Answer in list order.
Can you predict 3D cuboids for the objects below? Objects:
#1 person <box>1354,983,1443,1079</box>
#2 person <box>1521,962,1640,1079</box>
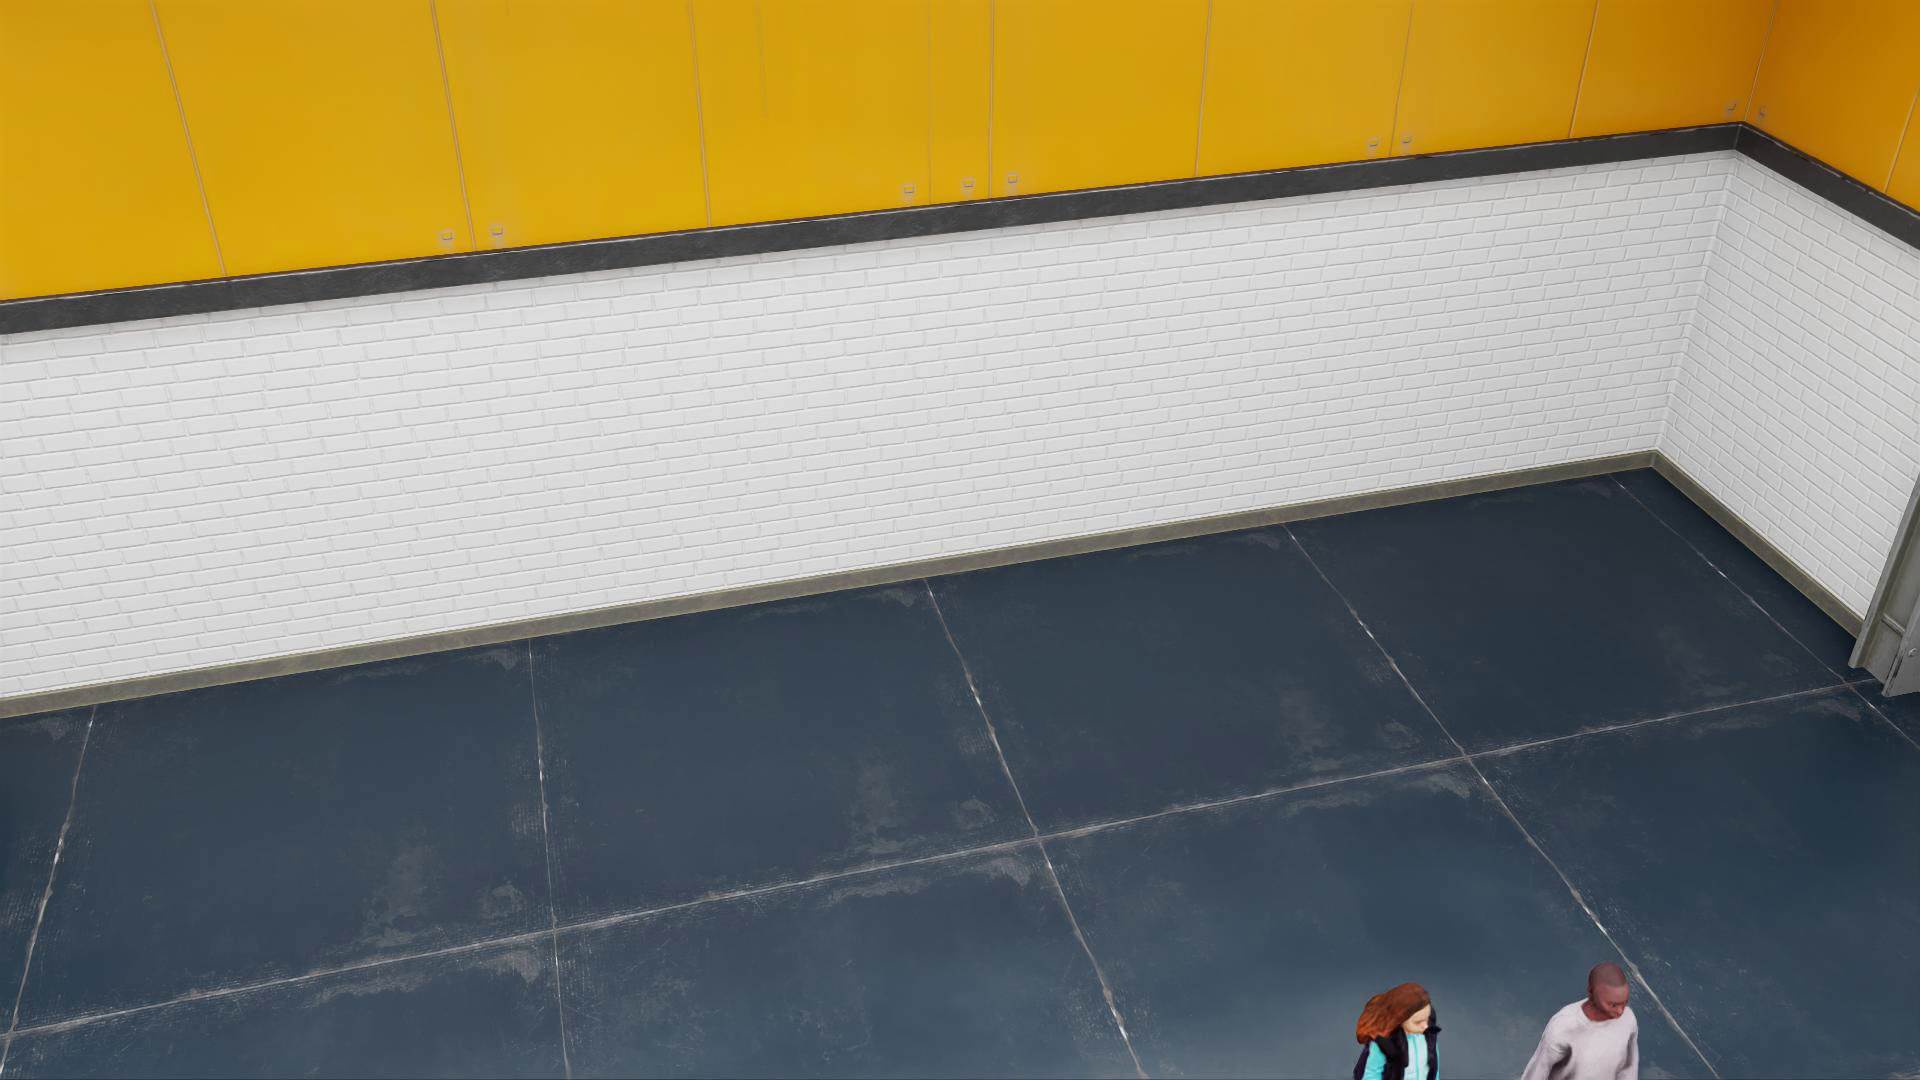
[{"bbox_3d":[2.037,2.618,8.049,0.855,1.467,1.054,-26,41,-33],"label":"person"},{"bbox_3d":[2.831,2.568,7.880,0.652,1.736,1.111,-10,35,-14],"label":"person"}]
